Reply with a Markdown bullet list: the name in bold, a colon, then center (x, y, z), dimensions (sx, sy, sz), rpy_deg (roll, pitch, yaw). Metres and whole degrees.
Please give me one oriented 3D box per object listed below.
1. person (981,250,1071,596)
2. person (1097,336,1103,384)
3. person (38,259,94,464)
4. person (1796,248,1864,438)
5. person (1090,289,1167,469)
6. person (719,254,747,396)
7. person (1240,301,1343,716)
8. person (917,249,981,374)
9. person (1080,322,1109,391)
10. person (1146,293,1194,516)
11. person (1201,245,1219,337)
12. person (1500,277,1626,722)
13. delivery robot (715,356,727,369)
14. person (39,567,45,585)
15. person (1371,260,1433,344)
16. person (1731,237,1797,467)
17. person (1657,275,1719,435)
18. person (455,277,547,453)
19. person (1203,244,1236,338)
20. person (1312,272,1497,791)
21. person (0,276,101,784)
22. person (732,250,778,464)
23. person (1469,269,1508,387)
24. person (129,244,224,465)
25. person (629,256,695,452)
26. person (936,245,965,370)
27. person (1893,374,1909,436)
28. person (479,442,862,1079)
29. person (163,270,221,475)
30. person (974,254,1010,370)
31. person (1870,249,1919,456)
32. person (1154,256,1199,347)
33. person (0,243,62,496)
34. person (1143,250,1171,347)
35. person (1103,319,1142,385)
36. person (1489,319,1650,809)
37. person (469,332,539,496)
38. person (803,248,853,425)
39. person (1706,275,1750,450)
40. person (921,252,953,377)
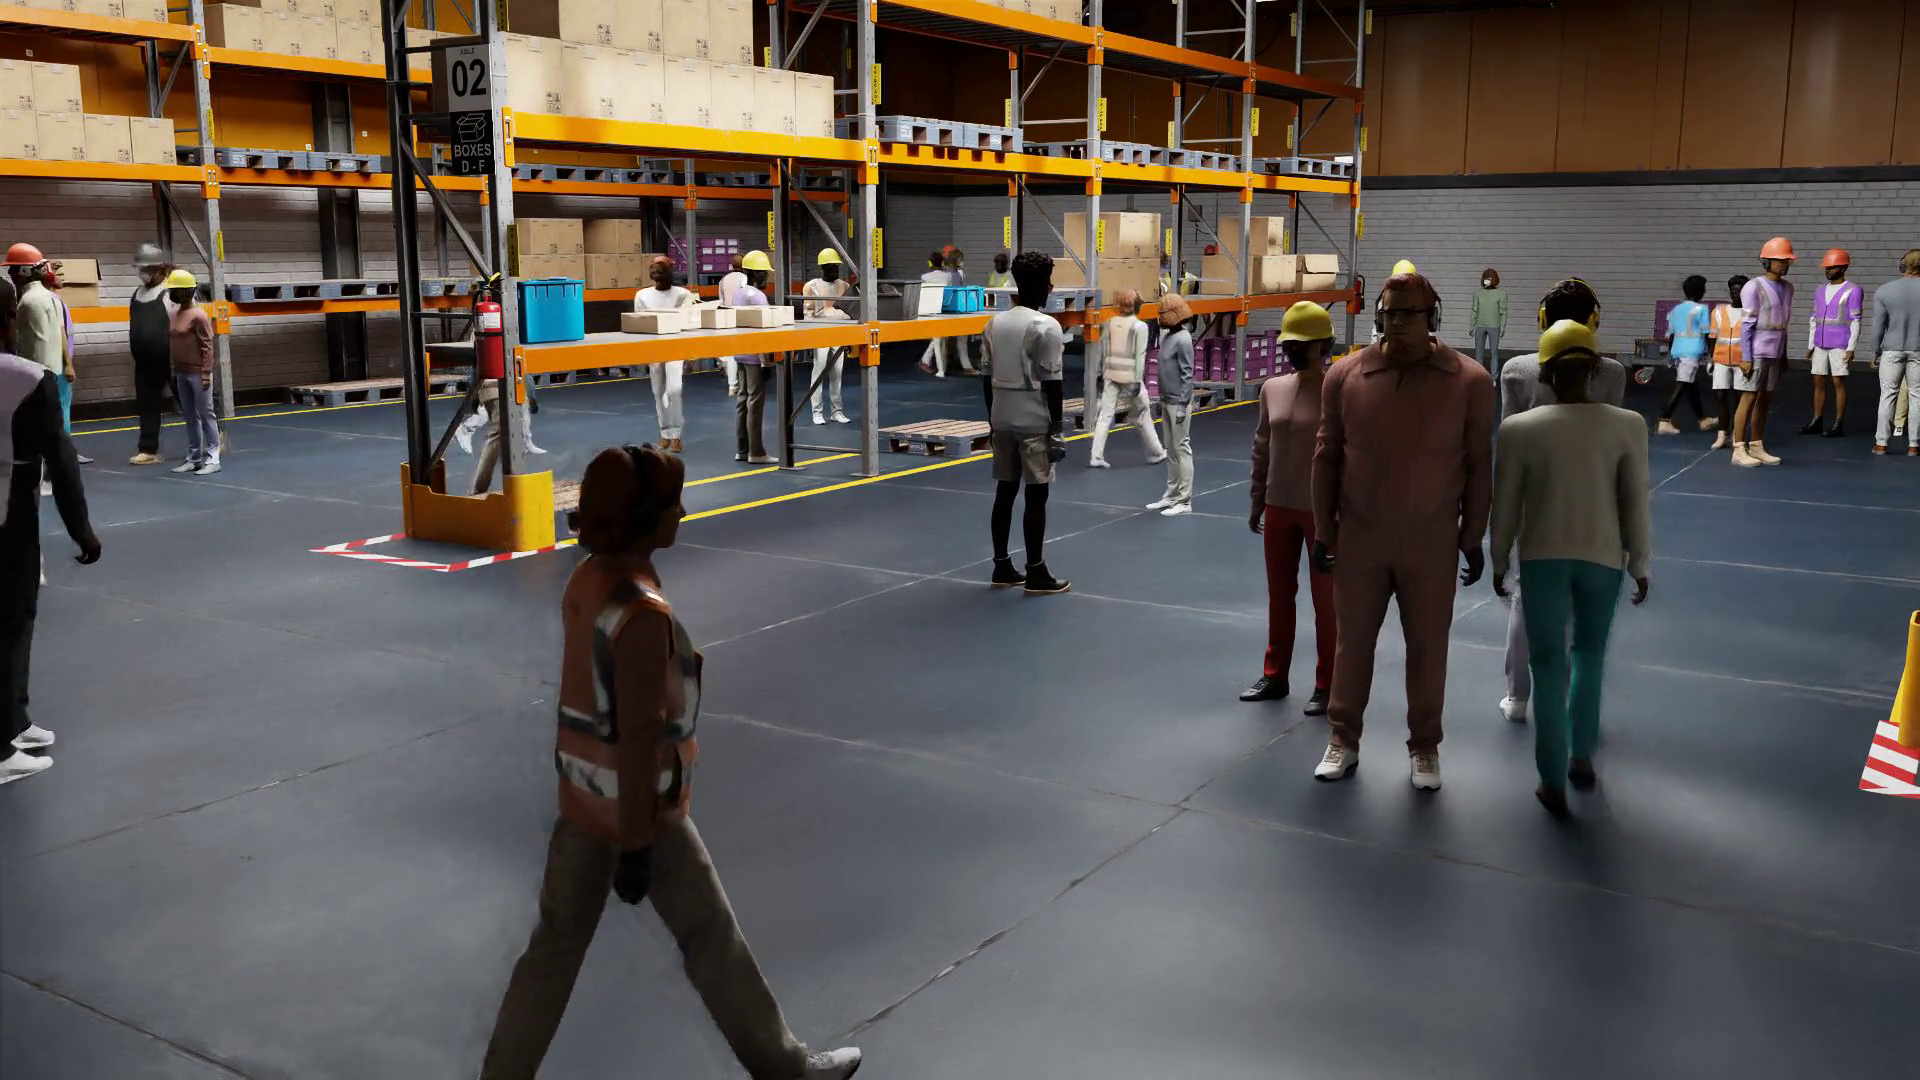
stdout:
- **person**: center (0.379, -0.667, 9.531), dimensions (0.367, 1.964, 0.609), rpy_deg (-9, 13, -39)
- **person**: center (2.091, -3.149, 23.515), dimensions (0.741, 1.895, 0.371), rpy_deg (-7, 13, -36)
- **person**: center (-8.188, -1.597, 15.014), dimensions (0.562, 1.847, 0.390), rpy_deg (8, 13, 39)
- **person**: center (8.956, -2.021, 17.114), dimensions (0.375, 1.935, 0.551), rpy_deg (-4, 11, -23)
- **person**: center (1.500, -1.431, 14.814), dimensions (0.875, 1.591, 0.530), rpy_deg (-9, 13, -40)
- **person**: center (-2.822, -2.781, 21.594), dimensions (0.636, 1.841, 0.429), rpy_deg (7, 13, 35)
- **person**: center (1.464, -0.135, 7.144), dimensions (0.533, 1.766, 0.316), rpy_deg (10, 14, 44)
- **person**: center (-0.185, -3.448, 25.141), dimensions (0.962, 1.902, 0.628), rpy_deg (3, 11, 16)
- **person**: center (1.893, -2.912, 22.374), dimensions (0.588, 1.822, 0.404), rpy_deg (1, 10, 7)
- **person**: center (1.575, -0.997, 12.280), dimensions (0.289, 1.633, 0.501), rpy_deg (-2, 10, -11)
- **person**: center (4.571, -4.408, 30.360), dimensions (0.544, 1.933, 0.376), rpy_deg (-7, 12, -33)
- **person**: center (2.492, -0.151, 6.944), dimensions (0.530, 1.871, 0.323), rpy_deg (4, 11, 22)
- **delivery robot**: center (-3.249, -2.705, 24.478), dimensions (0.707, 0.478, 0.477), rpy_deg (-4, 11, -23)
- **person**: center (-5.826, -0.631, 9.700), dimensions (0.913, 1.830, 0.554), rpy_deg (1, 10, 4)
- **person**: center (4.101, -1.689, 15.549), dimensions (0.600, 1.836, 0.404), rpy_deg (9, 14, 42)
- **person**: center (7.235, -1.674, 14.900), dimensions (0.609, 2.044, 0.397), rpy_deg (-6, 12, -29)
- **person**: center (7.655, -1.914, 17.310), dimensions (0.838, 1.648, 0.541), rpy_deg (-1, 10, -7)
- **person**: center (-4.356, -1.642, 15.654), dimensions (0.782, 1.715, 0.502), rpy_deg (0, 10, -3)
- **person**: center (3.836, -3.377, 24.469), dimensions (0.612, 1.995, 0.393), rpy_deg (-5, 11, -26)
- **person**: center (1.613, -0.023, 6.132), dimensions (0.646, 1.907, 0.401), rpy_deg (4, 11, 20)
- **person**: center (-3.618, -0.050, 6.317), dimensions (0.587, 1.898, 0.686), rpy_deg (3, 11, 16)
- **person**: center (-1.864, -1.654, 15.111), dimensions (0.388, 1.926, 0.590), rpy_deg (-6, 12, -30)
- **person**: center (7.257, -2.909, 22.877), dimensions (0.508, 1.631, 0.271), rpy_deg (8, 13, 39)
- **person**: center (-7.226, -1.733, 15.235), dimensions (0.678, 2.000, 0.955), rpy_deg (3, 11, 17)
- **person**: center (-2.858, -1.757, 15.856), dimensions (0.589, 1.865, 0.666), rpy_deg (1, 10, 8)
- **person**: center (-0.143, -3.613, 25.934), dimensions (0.358, 1.937, 0.548), rpy_deg (-7, 12, -32)
- **person**: center (9.888, -1.860, 17.099), dimensions (0.495, 1.626, 0.285), rpy_deg (5, 11, 24)
- **person**: center (-0.698, 0.577, 3.678), dimensions (0.901, 1.588, 0.520), rpy_deg (-6, 12, -29)
- **person**: center (-6.653, -1.441, 14.377), dimensions (0.525, 1.769, 0.327), rpy_deg (7, 12, 34)
- **person**: center (0.577, -3.505, 25.711), dimensions (0.637, 1.801, 0.878), rpy_deg (8, 13, 39)
- **person**: center (8.890, -1.753, 15.625), dimensions (0.630, 1.940, 0.370), rpy_deg (5, 11, 26)
- **person**: center (2.997, -3.041, 23.077), dimensions (0.621, 1.835, 0.430), rpy_deg (0, 10, 1)
- **person**: center (-7.353, -1.353, 13.255), dimensions (0.384, 1.993, 0.622), rpy_deg (-5, 11, -24)
- **person**: center (2.929, -3.307, 24.420), dimensions (0.673, 1.863, 0.951), rpy_deg (3, 11, 16)
- **person**: center (2.263, -3.147, 23.188), dimensions (0.612, 1.997, 0.375), rpy_deg (3, 11, 14)
- **person**: center (2.201, 0.072, 6.058), dimensions (0.540, 1.728, 0.683), rpy_deg (2, 10, 12)
- **person**: center (-3.598, -1.115, 13.057), dimensions (0.536, 1.592, 0.877), rpy_deg (5, 12, 27)
- **person**: center (-1.445, -2.239, 18.341), dimensions (0.594, 1.929, 0.352), rpy_deg (-7, 12, -35)
- **person**: center (7.514, -1.715, 16.121), dimensions (0.542, 1.691, 0.468), rpy_deg (9, 14, 42)
- **person**: center (-0.348, -3.343, 24.747), dimensions (0.493, 1.834, 0.724), rpy_deg (-4, 11, -20)
